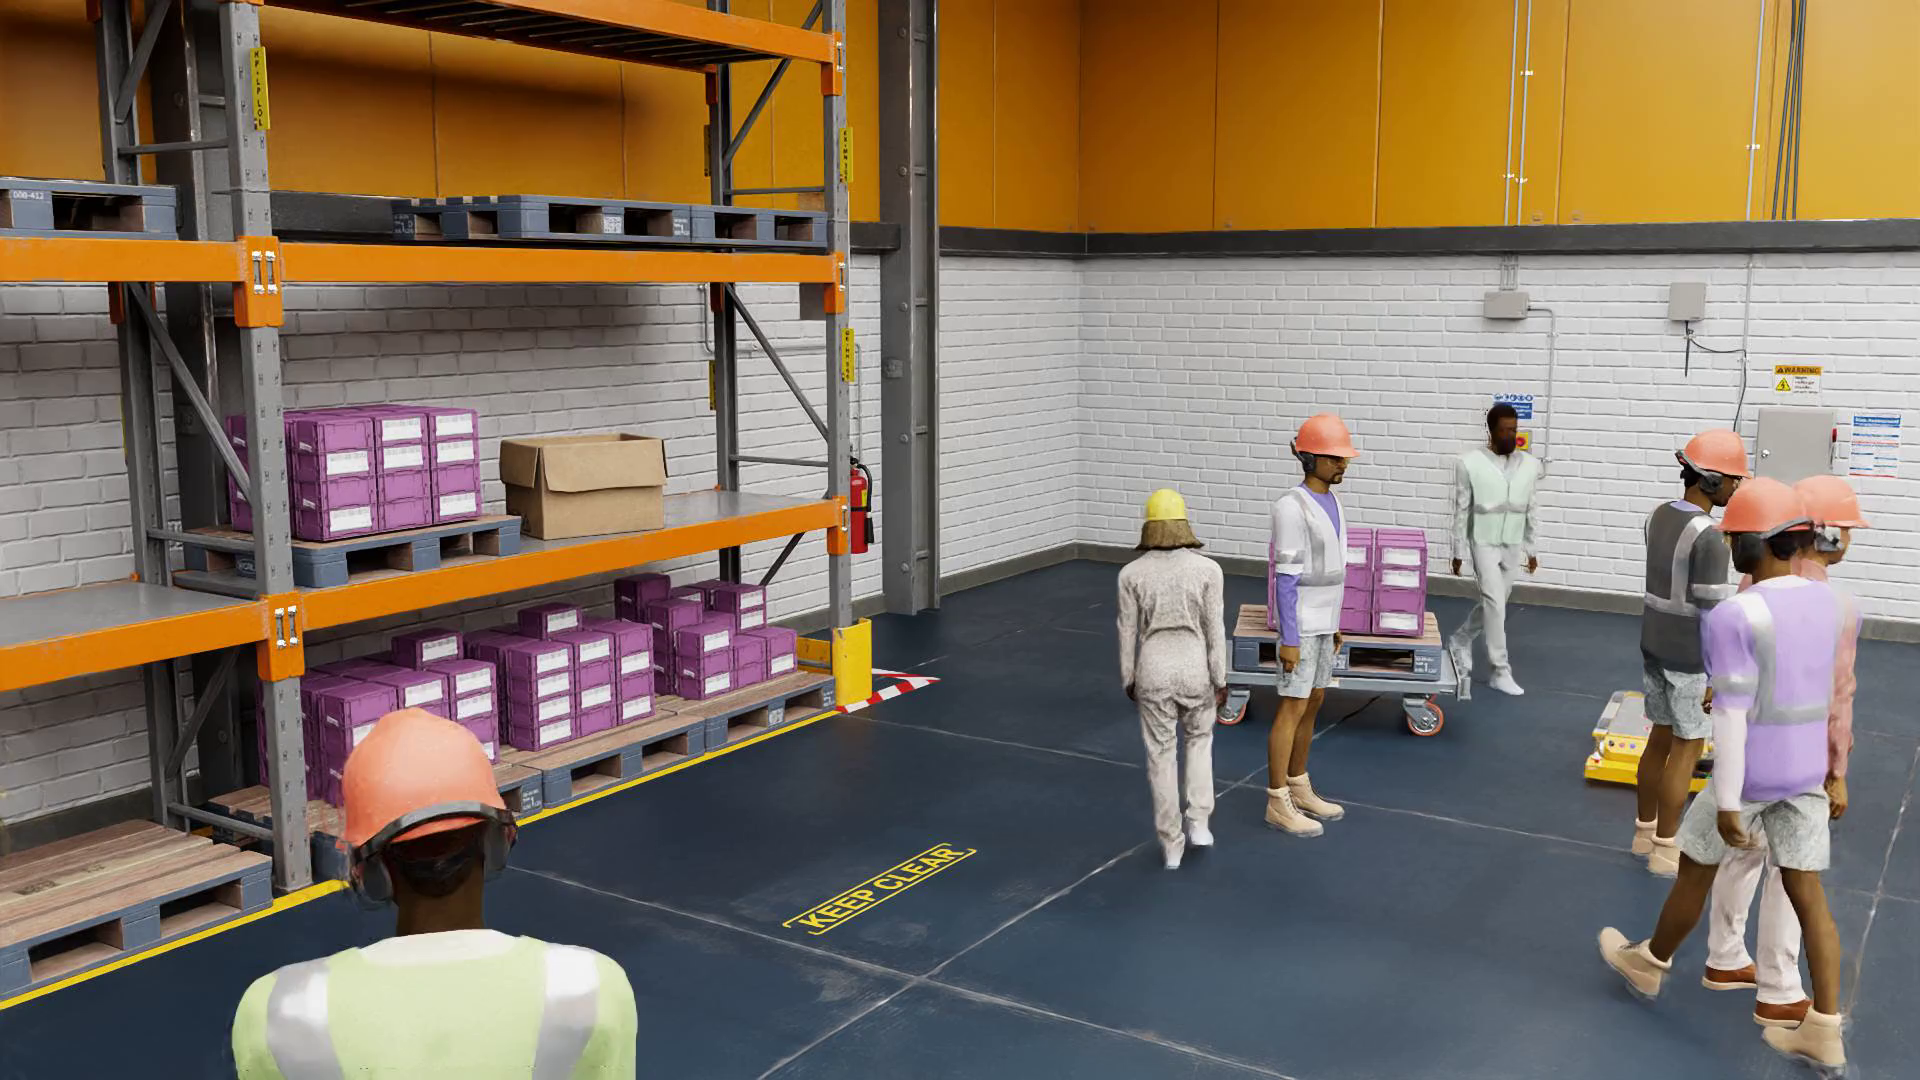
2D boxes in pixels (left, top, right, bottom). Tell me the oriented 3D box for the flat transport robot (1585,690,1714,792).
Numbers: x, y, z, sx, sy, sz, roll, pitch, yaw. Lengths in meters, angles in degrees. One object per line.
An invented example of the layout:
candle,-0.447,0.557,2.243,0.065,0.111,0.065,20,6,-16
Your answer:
flat transport robot,3.927,1.101,9.290,0.652,0.197,1.431,4,10,27

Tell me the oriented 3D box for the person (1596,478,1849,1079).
person,2.746,0.773,5.833,0.622,1.989,1.004,-3,9,-19

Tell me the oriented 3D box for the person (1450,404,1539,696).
person,3.537,0.022,11.087,0.599,1.890,0.910,-3,9,-16

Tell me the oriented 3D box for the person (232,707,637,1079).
person,-0.791,1.266,2.622,0.598,2.010,0.917,-3,9,-19

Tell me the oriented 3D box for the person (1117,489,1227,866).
person,0.978,0.623,7.692,0.506,1.710,0.577,1,9,8

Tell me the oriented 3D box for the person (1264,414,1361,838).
person,1.727,0.404,8.081,0.393,2.041,0.613,6,10,33

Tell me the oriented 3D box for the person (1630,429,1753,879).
person,3.266,0.516,7.426,0.409,2.028,0.616,0,9,-2

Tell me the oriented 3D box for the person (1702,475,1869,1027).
person,3.021,0.752,6.032,0.407,1.986,0.610,-1,9,-7
